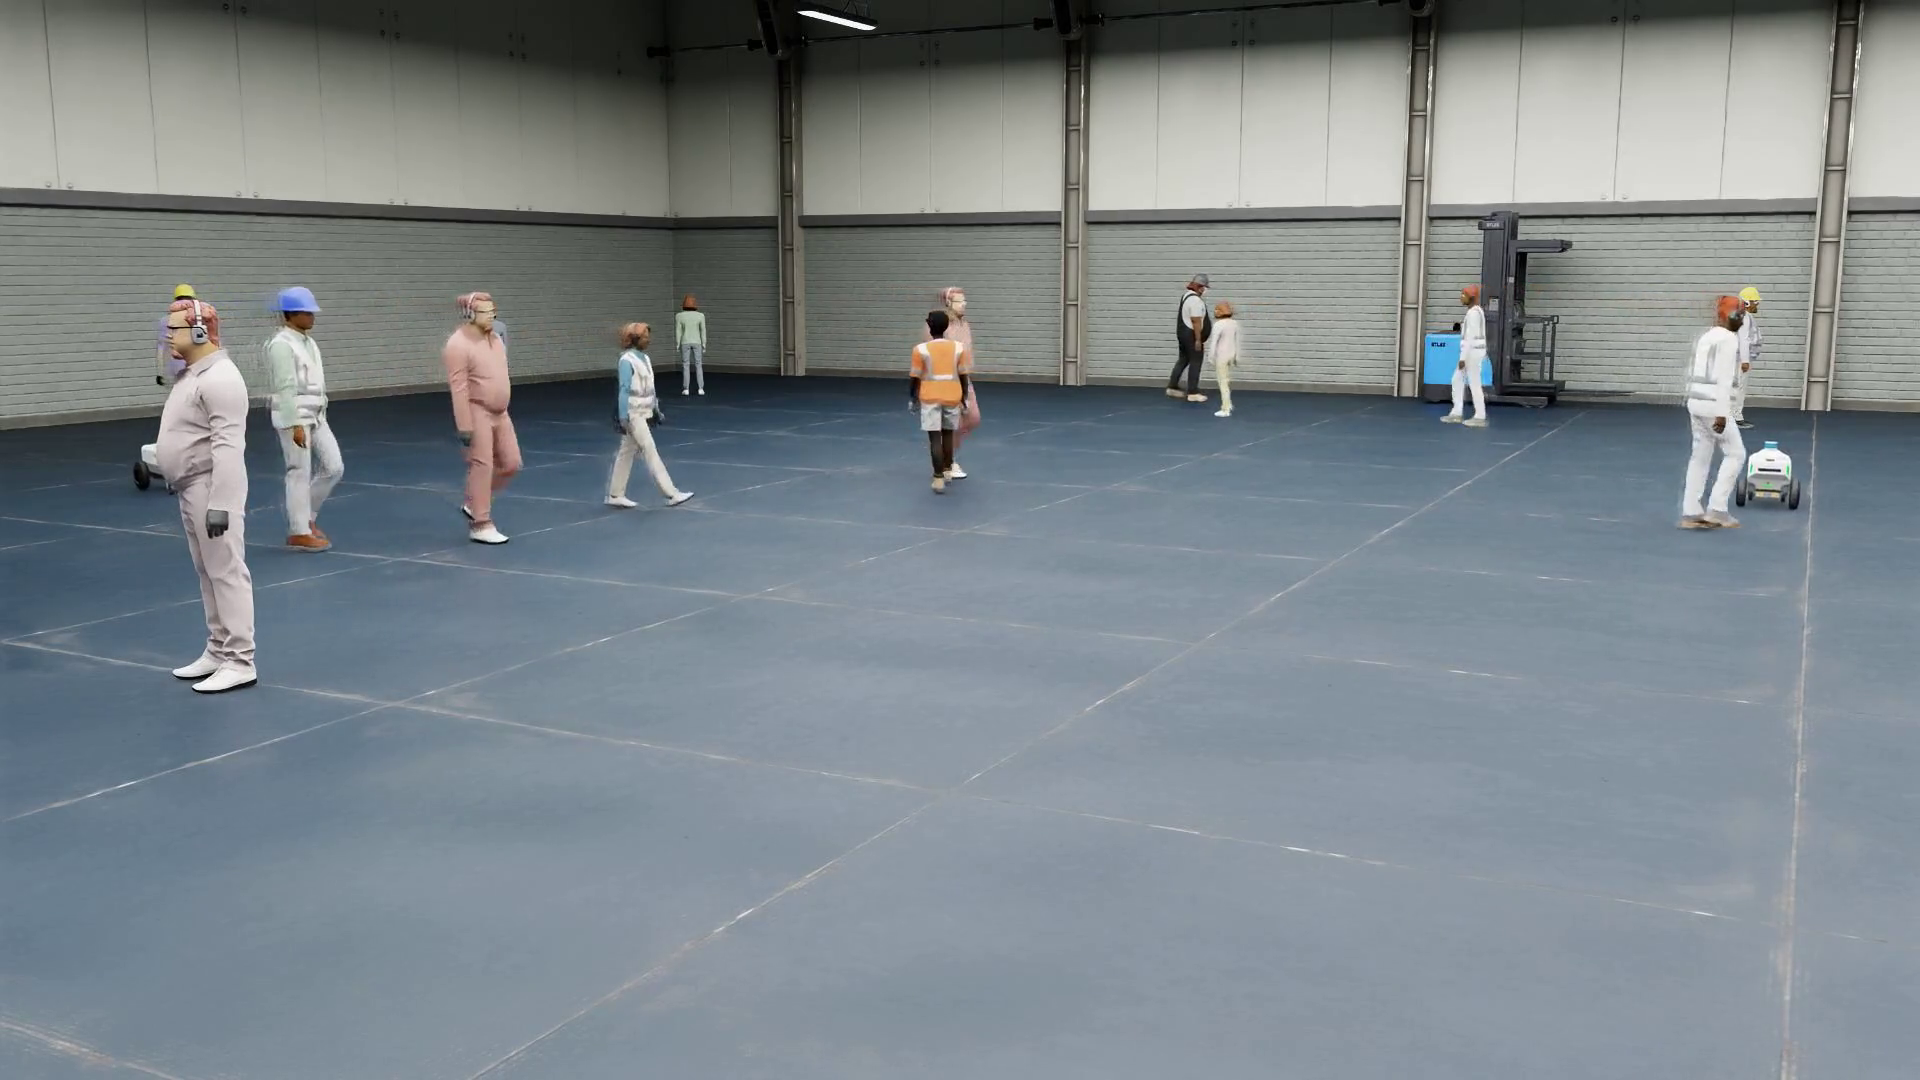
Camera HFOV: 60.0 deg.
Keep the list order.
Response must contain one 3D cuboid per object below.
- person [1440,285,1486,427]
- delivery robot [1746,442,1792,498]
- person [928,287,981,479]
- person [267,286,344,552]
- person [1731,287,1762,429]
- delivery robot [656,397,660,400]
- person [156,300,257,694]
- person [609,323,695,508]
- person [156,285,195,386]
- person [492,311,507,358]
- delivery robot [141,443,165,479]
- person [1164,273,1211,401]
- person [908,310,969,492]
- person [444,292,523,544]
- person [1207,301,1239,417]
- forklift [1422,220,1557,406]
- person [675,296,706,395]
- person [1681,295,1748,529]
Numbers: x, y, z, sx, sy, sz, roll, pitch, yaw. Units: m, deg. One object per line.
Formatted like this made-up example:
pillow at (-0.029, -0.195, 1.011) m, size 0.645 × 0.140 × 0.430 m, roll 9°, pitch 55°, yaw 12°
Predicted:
person at (6.679, -2.443, 22.060) m, size 0.759 × 1.854 × 0.595 m, roll 3°, pitch 10°, yaw 19°
delivery robot at (7.142, -0.624, 14.677) m, size 0.477 × 0.478 × 0.707 m, roll 4°, pitch 10°, yaw 25°
person at (-0.050, -1.555, 16.467) m, size 0.435 × 1.888 × 0.668 m, roll 5°, pitch 11°, yaw 29°
person at (-4.782, -0.872, 12.127) m, size 0.439 × 1.931 × 0.615 m, roll 1°, pitch 9°, yaw 7°
person at (10.275, -2.389, 21.791) m, size 0.404 × 1.830 × 0.601 m, roll 3°, pitch 10°, yaw 18°
delivery robot at (-4.318, -2.010, 22.426) m, size 0.335 × 0.223 × 0.698 m, roll -8°, pitch 12°, yaw -41°
person at (-3.713, -0.219, 8.181) m, size 0.409 × 1.909 × 0.640 m, roll -7°, pitch 11°, yaw -36°
person at (-2.683, -1.060, 14.286) m, size 0.831 × 1.591 × 0.541 m, roll 1°, pitch 9°, yaw 7°
person at (-8.654, -1.901, 18.622) m, size 0.621 × 1.871 × 0.890 m, roll -6°, pitch 11°, yaw -34°
person at (-6.414, -2.431, 22.661) m, size 0.501 × 1.632 × 0.287 m, roll -6°, pitch 11°, yaw -35°
delivery robot at (-7.404, -0.777, 15.622) m, size 0.477 × 0.478 × 0.707 m, roll -9°, pitch 13°, yaw -44°
person at (3.661, -3.228, 26.458) m, size 0.641 × 2.000 × 0.873 m, roll -2°, pitch 9°, yaw -11°
person at (-0.222, -1.306, 15.550) m, size 0.558 × 1.672 × 0.621 m, roll -3°, pitch 10°, yaw -17°
person at (-3.581, -0.919, 12.544) m, size 0.436 × 1.890 × 0.670 m, roll 3°, pitch 10°, yaw 18°
person at (3.689, -2.551, 23.415) m, size 0.526 × 1.615 × 0.389 m, roll -9°, pitch 13°, yaw -43°
forklift at (8.245, -3.527, 25.720) m, size 1.873 × 2.768 × 1.129 m, roll 5°, pitch 10°, yaw 27°
person at (-4.454, -3.218, 27.517) m, size 0.504 × 1.632 × 0.269 m, roll -2°, pitch 9°, yaw -14°
person at (6.035, -1.010, 13.207) m, size 0.564 × 1.855 × 0.654 m, roll 0°, pitch 9°, yaw 2°
